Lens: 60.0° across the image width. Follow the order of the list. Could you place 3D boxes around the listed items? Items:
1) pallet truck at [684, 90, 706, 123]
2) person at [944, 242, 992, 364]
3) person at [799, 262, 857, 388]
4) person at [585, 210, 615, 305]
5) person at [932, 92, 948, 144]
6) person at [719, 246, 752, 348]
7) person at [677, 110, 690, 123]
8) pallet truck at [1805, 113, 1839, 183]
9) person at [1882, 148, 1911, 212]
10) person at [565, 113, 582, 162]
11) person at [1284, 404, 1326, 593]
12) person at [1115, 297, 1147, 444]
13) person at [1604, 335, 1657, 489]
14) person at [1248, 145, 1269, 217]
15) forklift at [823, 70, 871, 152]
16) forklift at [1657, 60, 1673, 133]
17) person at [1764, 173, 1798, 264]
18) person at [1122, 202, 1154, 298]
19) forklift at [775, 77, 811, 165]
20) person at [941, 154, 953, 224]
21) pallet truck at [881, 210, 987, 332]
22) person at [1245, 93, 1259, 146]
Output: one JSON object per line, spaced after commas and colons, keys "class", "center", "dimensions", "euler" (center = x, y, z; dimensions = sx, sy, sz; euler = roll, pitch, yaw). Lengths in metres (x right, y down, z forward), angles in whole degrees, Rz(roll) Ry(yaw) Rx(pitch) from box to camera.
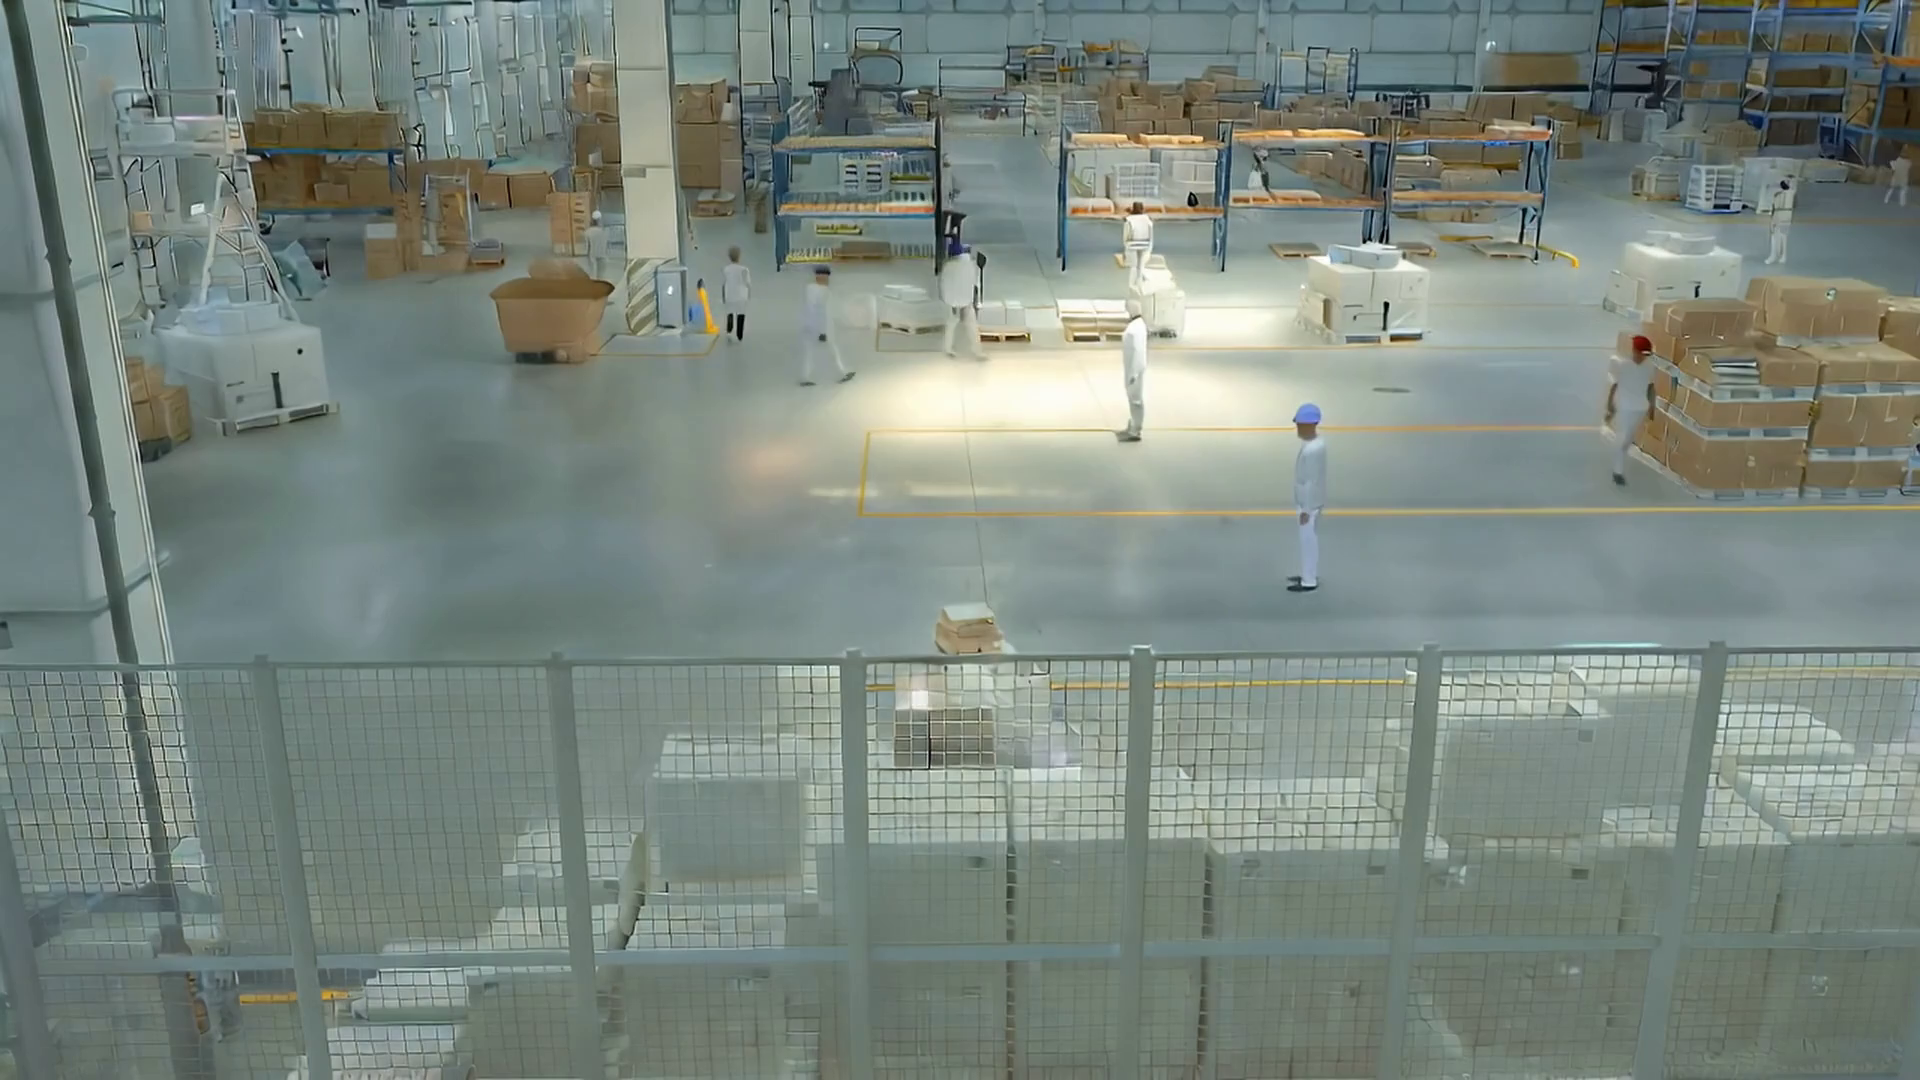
{"class": "pallet truck", "center": [-9.671, -15.907, 62.421], "dimensions": [0.823, 1.965, 1.885], "euler": [5, 19, 15]}
{"class": "person", "center": [0.071, -3.764, 26.480], "dimensions": [0.620, 1.936, 1.026], "euler": [-13, 23, -34]}
{"class": "person", "center": [-2.052, -3.243, 25.039], "dimensions": [0.960, 1.872, 0.591], "euler": [-13, 23, -34]}
{"class": "person", "center": [-6.805, -5.320, 31.375], "dimensions": [0.524, 1.768, 0.312], "euler": [10, 21, 27]}
{"class": "person", "center": [-0.742, -15.717, 61.981], "dimensions": [0.628, 1.925, 0.445], "euler": [6, 19, 17]}
{"class": "person", "center": [-3.724, -4.055, 27.754], "dimensions": [0.535, 1.686, 0.425], "euler": [2, 19, 7]}
{"class": "person", "center": [-8.811, -12.690, 52.975], "dimensions": [0.372, 1.935, 0.627], "euler": [7, 20, 19]}
{"class": "pallet truck", "center": [26.403, -11.957, 50.702], "dimensions": [0.823, 1.965, 1.885], "euler": [6, 19, 16]}
{"class": "person", "center": [24.911, -9.556, 44.117], "dimensions": [0.540, 1.646, 0.854], "euler": [-1, 19, -3]}
{"class": "person", "center": [-12.554, -13.045, 54.127], "dimensions": [0.609, 1.858, 1.016], "euler": [-11, 22, -29]}
{"class": "person", "center": [3.435, -0.413, 16.564], "dimensions": [0.383, 1.924, 0.594], "euler": [3, 19, 9]}
{"class": "person", "center": [2.279, -2.242, 21.971], "dimensions": [0.371, 1.940, 0.627], "euler": [0, 19, 0]}
{"class": "person", "center": [8.114, -1.536, 20.011], "dimensions": [0.570, 1.848, 0.685], "euler": [-2, 19, -4]}
{"class": "person", "center": [7.688, -9.254, 42.931], "dimensions": [0.541, 1.834, 0.542], "euler": [5, 19, 15]}
{"class": "forklift", "center": [-4.238, -15.375, 59.482], "dimensions": [1.873, 2.768, 1.129], "euler": [-10, 21, -26]}
{"class": "forklift", "center": [28.075, -17.646, 66.219], "dimensions": [1.873, 2.768, 1.129], "euler": [-1, 19, -2]}
{"class": "person", "center": [17.738, -6.943, 35.946], "dimensions": [0.539, 1.930, 0.388], "euler": [-4, 19, -13]}
{"class": "person", "center": [3.414, -5.588, 32.062], "dimensions": [0.624, 1.836, 0.430], "euler": [-4, 19, -12]}
{"class": "forklift", "center": [-5.920, -13.893, 55.085], "dimensions": [1.873, 2.768, 1.129], "euler": [-1, 19, -1]}
{"class": "person", "center": [-0.407, -8.813, 41.776], "dimensions": [0.514, 1.727, 0.362], "euler": [10, 21, 28]}
{"class": "pallet truck", "center": [-0.493, -4.759, 29.349], "dimensions": [1.885, 1.965, 0.823], "euler": [-13, 23, -34]}
{"class": "person", "center": [10.797, -15.462, 61.243], "dimensions": [0.396, 1.911, 0.580], "euler": [-4, 19, -11]}
